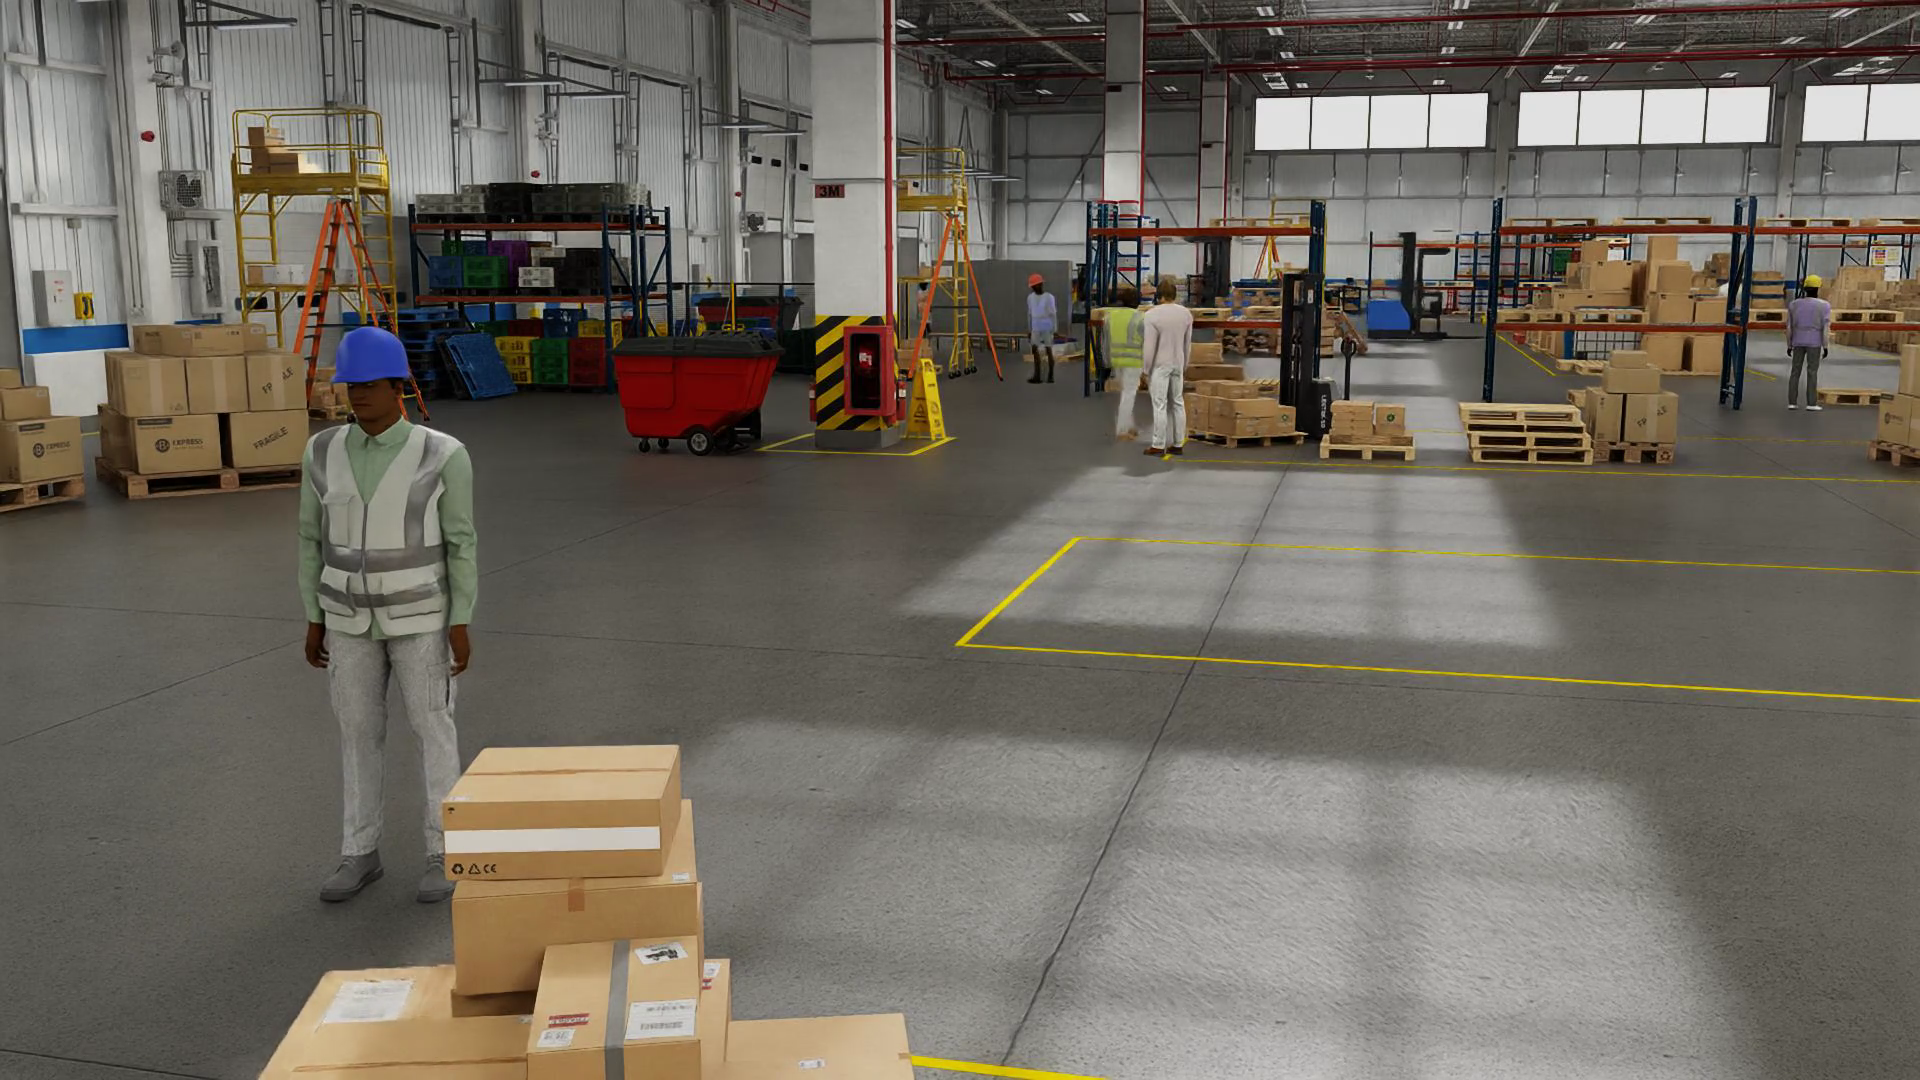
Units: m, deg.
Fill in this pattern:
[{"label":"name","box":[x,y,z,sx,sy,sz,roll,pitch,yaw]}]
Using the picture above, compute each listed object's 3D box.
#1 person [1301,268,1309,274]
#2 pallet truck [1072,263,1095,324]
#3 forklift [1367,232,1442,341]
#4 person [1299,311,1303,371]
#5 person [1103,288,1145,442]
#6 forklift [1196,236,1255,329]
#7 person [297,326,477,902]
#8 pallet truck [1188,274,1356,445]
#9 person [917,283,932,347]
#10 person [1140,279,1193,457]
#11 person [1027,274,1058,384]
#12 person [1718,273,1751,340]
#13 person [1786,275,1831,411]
[{"label":"person","box":[9.475,-6.588,46.126,1.025,1.899,0.626,-1,10,-8]},{"label":"pallet truck","box":[4.325,-8.180,55.162,0.823,1.965,1.885,6,11,31]},{"label":"forklift","box":[11.610,-6.594,43.226,1.873,2.768,1.129,2,10,14]},{"label":"person","box":[6.721,-4.099,31.905,0.485,1.739,0.320,-8,13,-40]},{"label":"person","box":[2.090,-2.084,19.819,0.788,1.815,0.633,-9,13,-42]},{"label":"forklift","box":[7.948,-7.850,50.626,1.873,2.768,1.129,-2,10,-12]},{"label":"person","box":[-1.932,0.258,5.619,0.602,1.949,0.389,1,10,3]},{"label":"pallet truck","box":[3.653,-2.138,19.590,1.885,1.965,0.823,-4,10,-20]},{"label":"person","box":[-0.868,-5.579,40.727,0.317,1.696,0.540,-8,12,-39]},{"label":"person","box":[2.251,-1.878,18.227,0.627,1.941,0.371,-5,11,-28]},{"label":"person","box":[1.405,-3.632,28.716,0.648,1.873,0.885,6,11,31]},{"label":"person","box":[16.023,-4.627,34.450,0.438,1.926,0.654,-9,13,-42]},{"label":"person","box":[12.084,-2.804,23.707,0.363,1.930,0.588,-9,13,-43]}]
